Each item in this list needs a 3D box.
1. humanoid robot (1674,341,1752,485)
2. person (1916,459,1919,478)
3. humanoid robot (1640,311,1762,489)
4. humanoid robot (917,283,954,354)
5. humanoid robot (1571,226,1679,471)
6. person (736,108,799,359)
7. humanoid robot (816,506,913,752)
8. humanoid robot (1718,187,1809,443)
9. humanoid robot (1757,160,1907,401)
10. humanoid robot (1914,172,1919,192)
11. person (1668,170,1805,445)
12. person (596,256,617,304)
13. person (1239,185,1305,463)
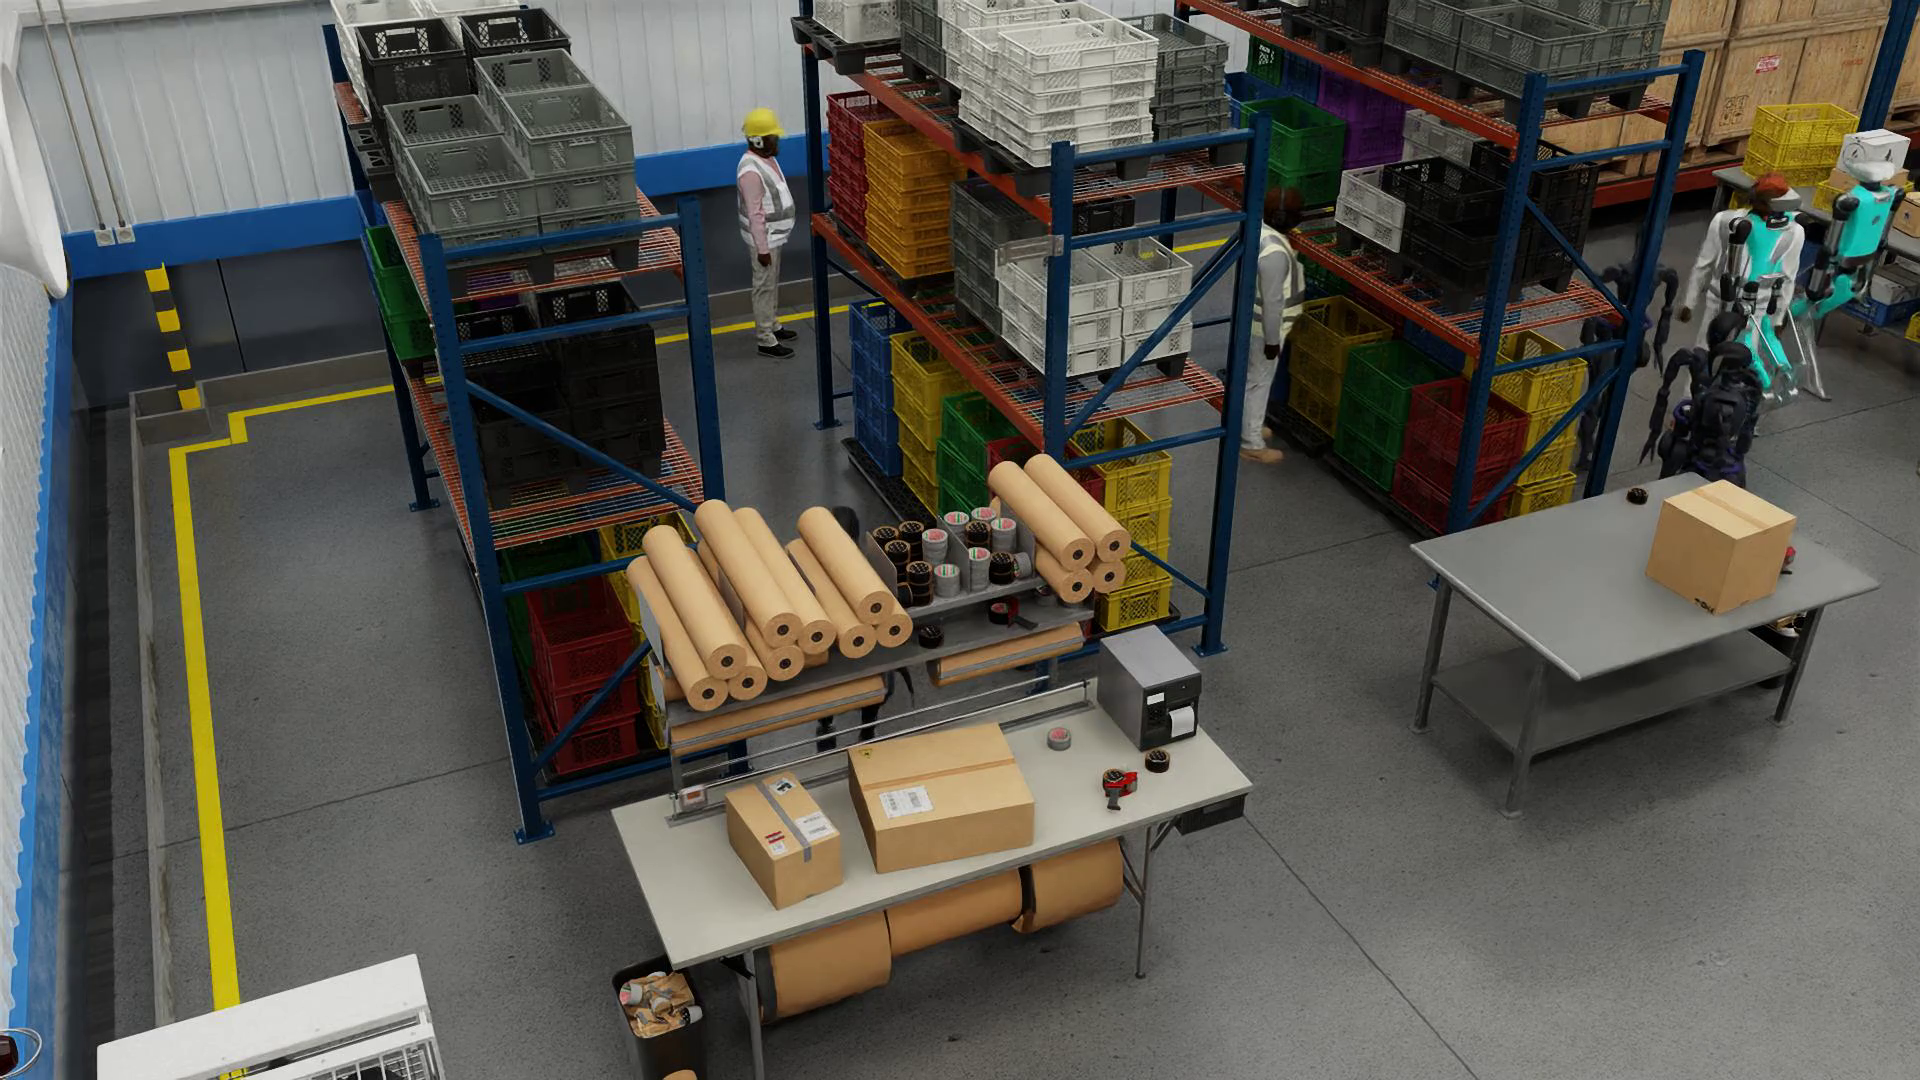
[{"bbox_3d":[4.039,-0.318,9.138,0.354,1.650,0.615,8,32,12],"label":"humanoid robot"},{"bbox_3d":[6.472,-1.264,10.349,0.598,2.036,0.403,9,33,14],"label":"person"},{"bbox_3d":[4.249,-0.554,9.533,0.602,1.649,0.356,24,39,33],"label":"humanoid robot"},{"bbox_3d":[-0.220,-1.983,11.859,0.342,1.649,0.587,-20,37,-29],"label":"humanoid robot"},{"bbox_3d":[4.252,-1.233,10.657,0.589,1.635,0.714,-1,32,-1],"label":"humanoid robot"},{"bbox_3d":[-1.394,-2.229,12.099,0.404,1.833,0.589,1,32,2],"label":"person"},{"bbox_3d":[-0.510,0.575,7.695,0.586,1.643,0.376,-1,32,-2],"label":"humanoid robot"},{"bbox_3d":[5.214,-1.383,10.689,0.533,1.677,0.735,-8,33,-13],"label":"humanoid robot"},{"bbox_3d":[5.939,-1.858,11.644,0.563,1.827,0.902,-11,33,-17],"label":"humanoid robot"},{"bbox_3d":[7.430,-2.282,12.368,0.553,1.885,0.803,-12,34,-18],"label":"humanoid robot"},{"bbox_3d":[5.100,-1.531,10.928,0.605,1.878,0.348,17,36,26],"label":"person"},{"bbox_3d":[-2.533,-1.488,10.809,0.698,1.922,0.461,2,32,3],"label":"person"},{"bbox_3d":[1.988,-1.404,10.751,0.431,1.843,0.623,0,32,0],"label":"person"}]
